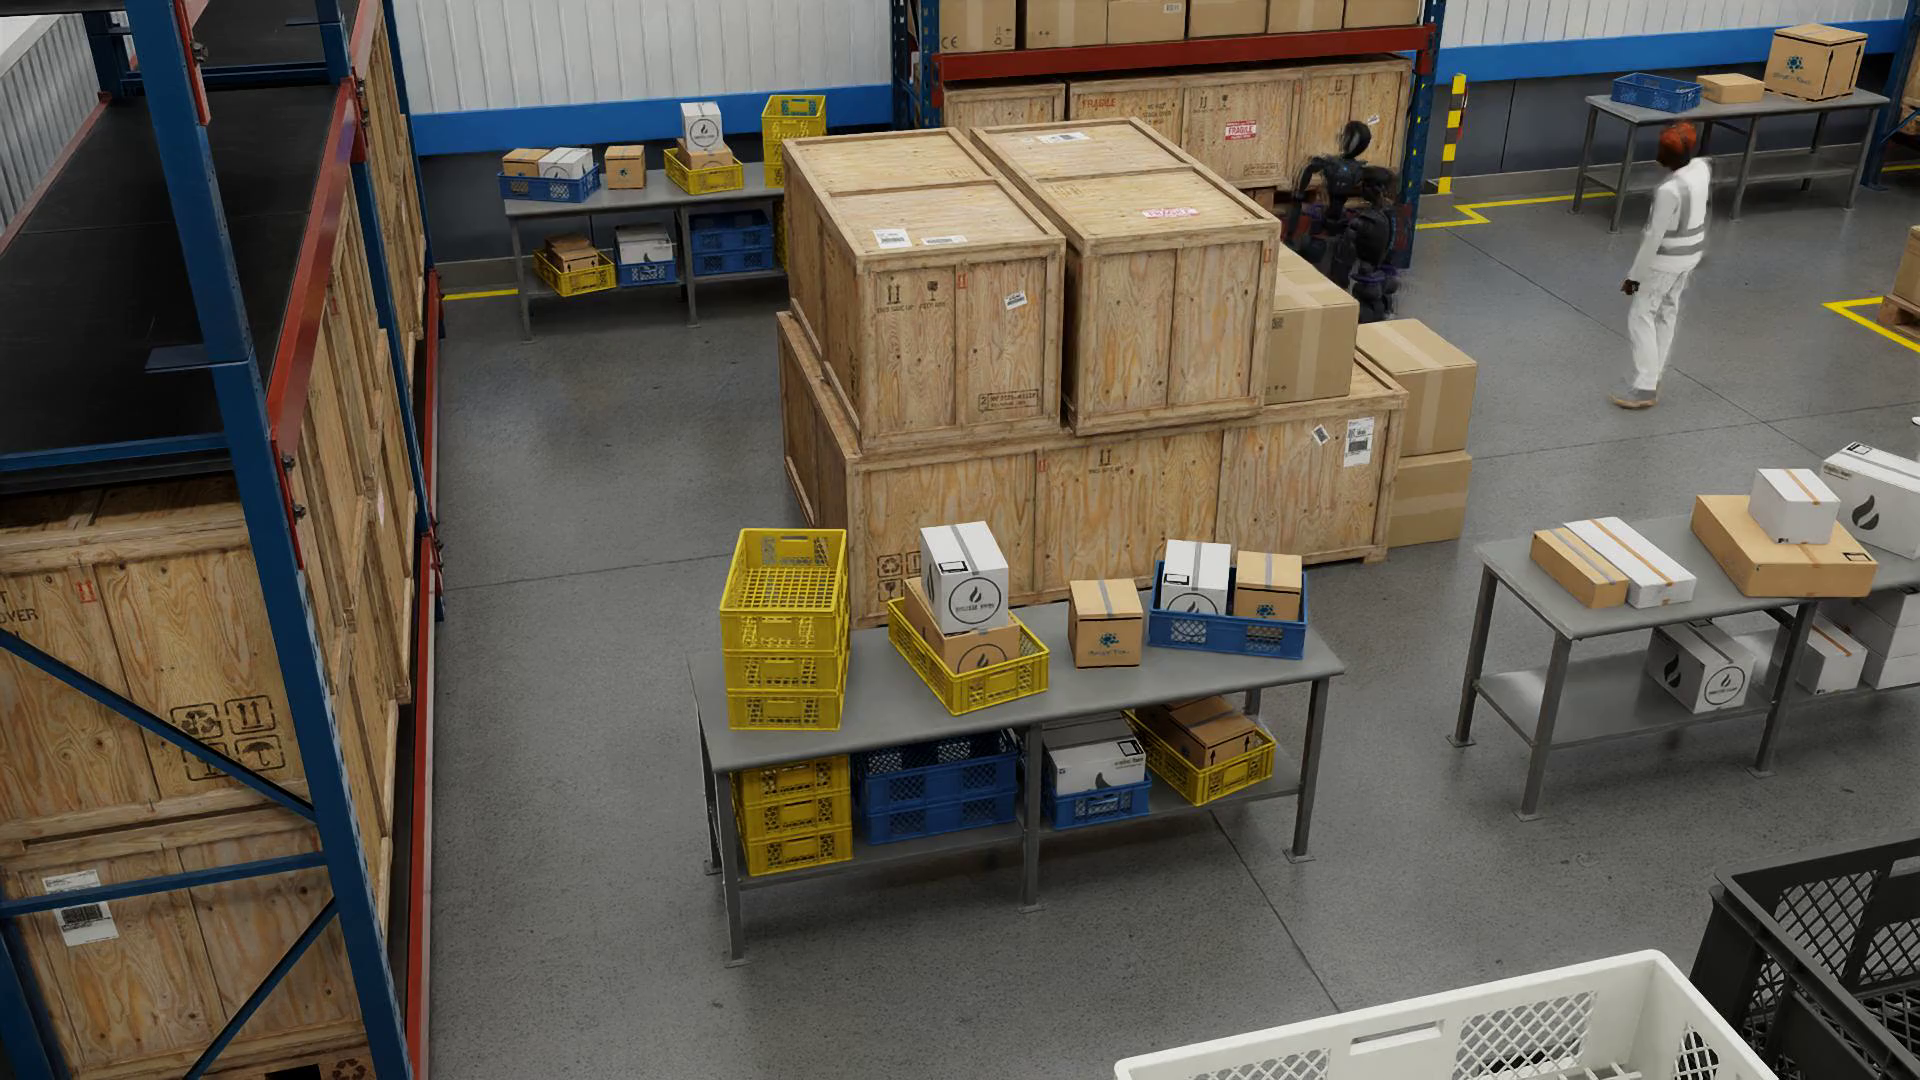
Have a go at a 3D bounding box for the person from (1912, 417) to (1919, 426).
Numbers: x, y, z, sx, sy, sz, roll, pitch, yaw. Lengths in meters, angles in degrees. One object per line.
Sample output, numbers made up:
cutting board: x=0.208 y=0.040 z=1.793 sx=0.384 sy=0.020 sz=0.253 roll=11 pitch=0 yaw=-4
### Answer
person: x=6.271 y=-1.481 z=10.083 sx=0.361 sy=1.930 sz=0.586 roll=5 pitch=29 yaw=10

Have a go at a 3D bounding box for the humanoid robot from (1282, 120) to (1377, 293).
humanoid robot: x=2.516 y=-2.072 z=11.440 sx=0.660 sy=1.641 sz=0.351 roll=7 pitch=30 yaw=13

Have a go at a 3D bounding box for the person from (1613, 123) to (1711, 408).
person: x=4.547 y=-1.771 z=10.702 sx=0.675 sy=1.848 sz=0.340 roll=-23 pitch=36 yaw=-35

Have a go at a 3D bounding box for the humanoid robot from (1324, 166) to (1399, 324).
humanoid robot: x=2.498 y=-1.531 z=10.452 sx=0.492 sy=1.642 sz=0.648 roll=23 pitch=36 yaw=35
